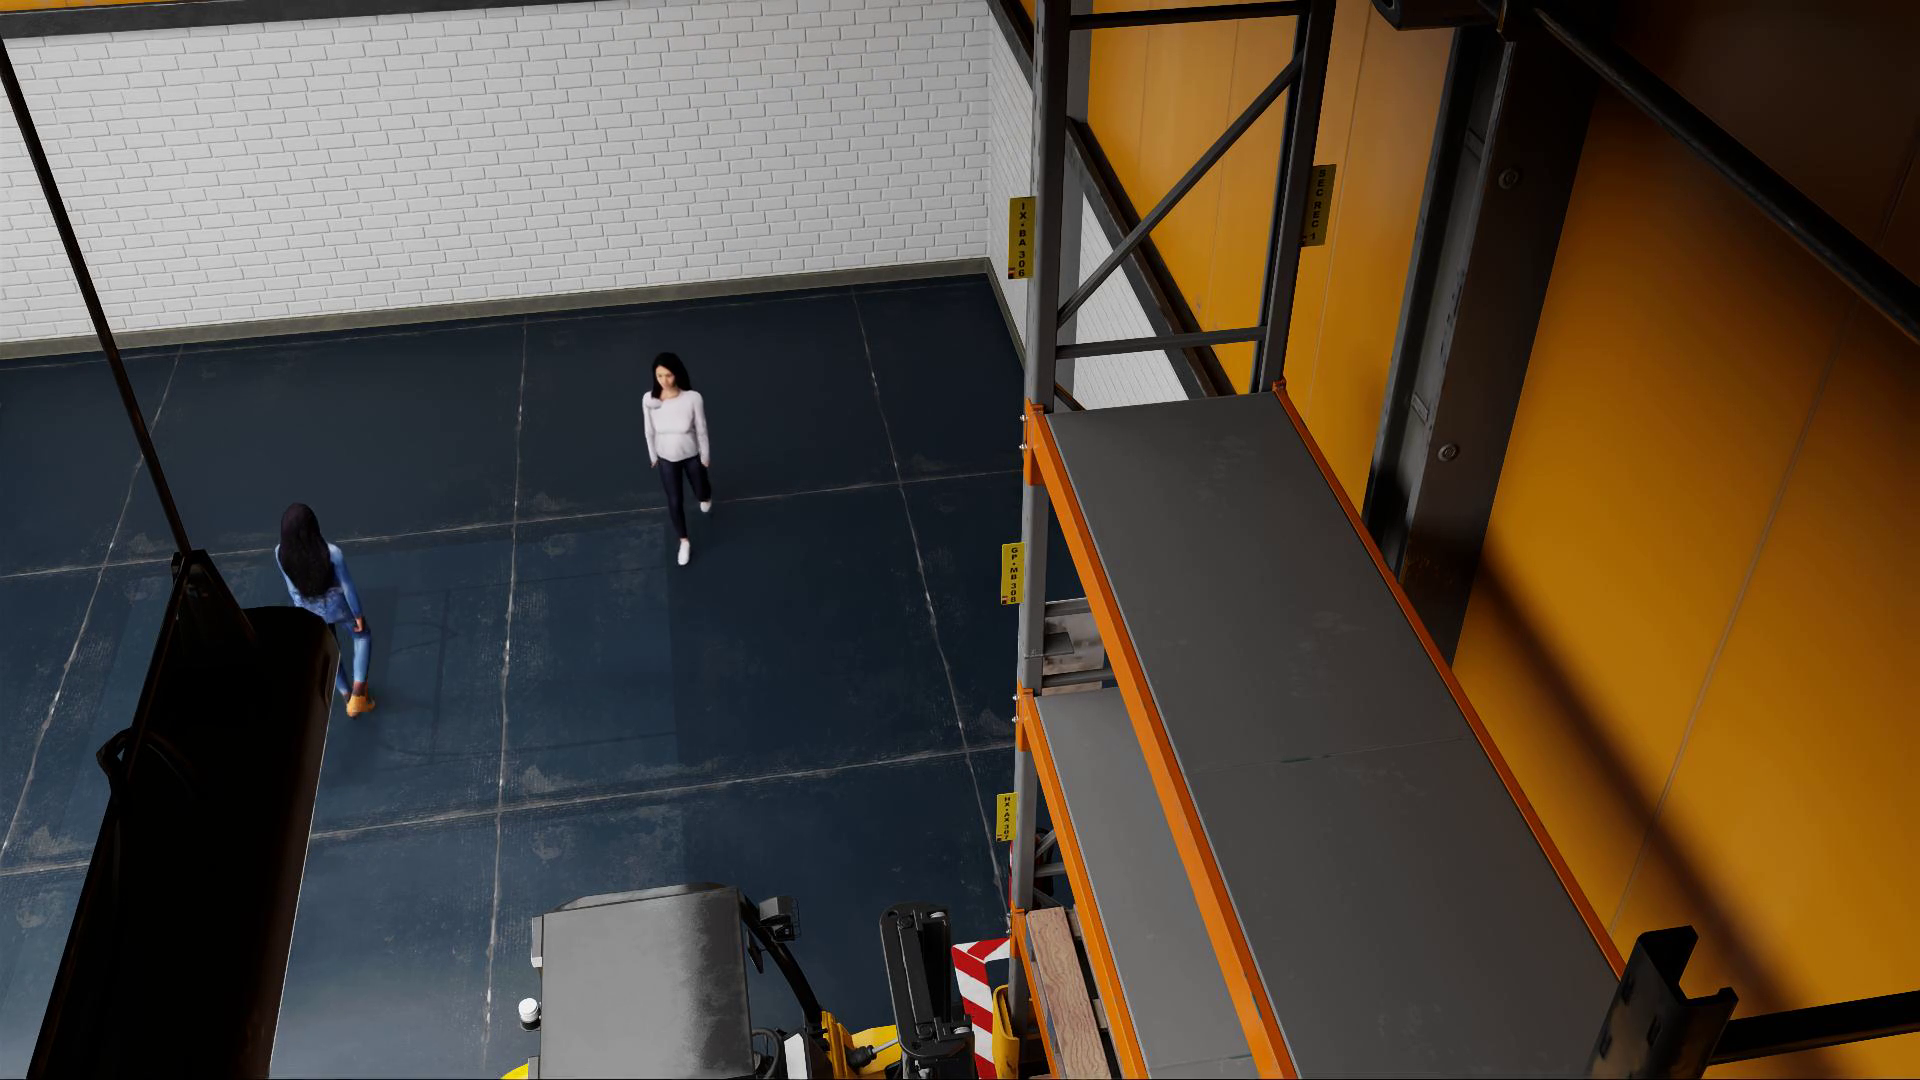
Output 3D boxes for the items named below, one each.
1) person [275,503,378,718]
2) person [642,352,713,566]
[{"bbox_3d":[-4.068,0.525,10.618,0.648,1.701,0.700,0,39,0],"label":"person"},{"bbox_3d":[-2.021,-0.669,12.124,0.709,1.687,0.944,0,39,0],"label":"person"}]
